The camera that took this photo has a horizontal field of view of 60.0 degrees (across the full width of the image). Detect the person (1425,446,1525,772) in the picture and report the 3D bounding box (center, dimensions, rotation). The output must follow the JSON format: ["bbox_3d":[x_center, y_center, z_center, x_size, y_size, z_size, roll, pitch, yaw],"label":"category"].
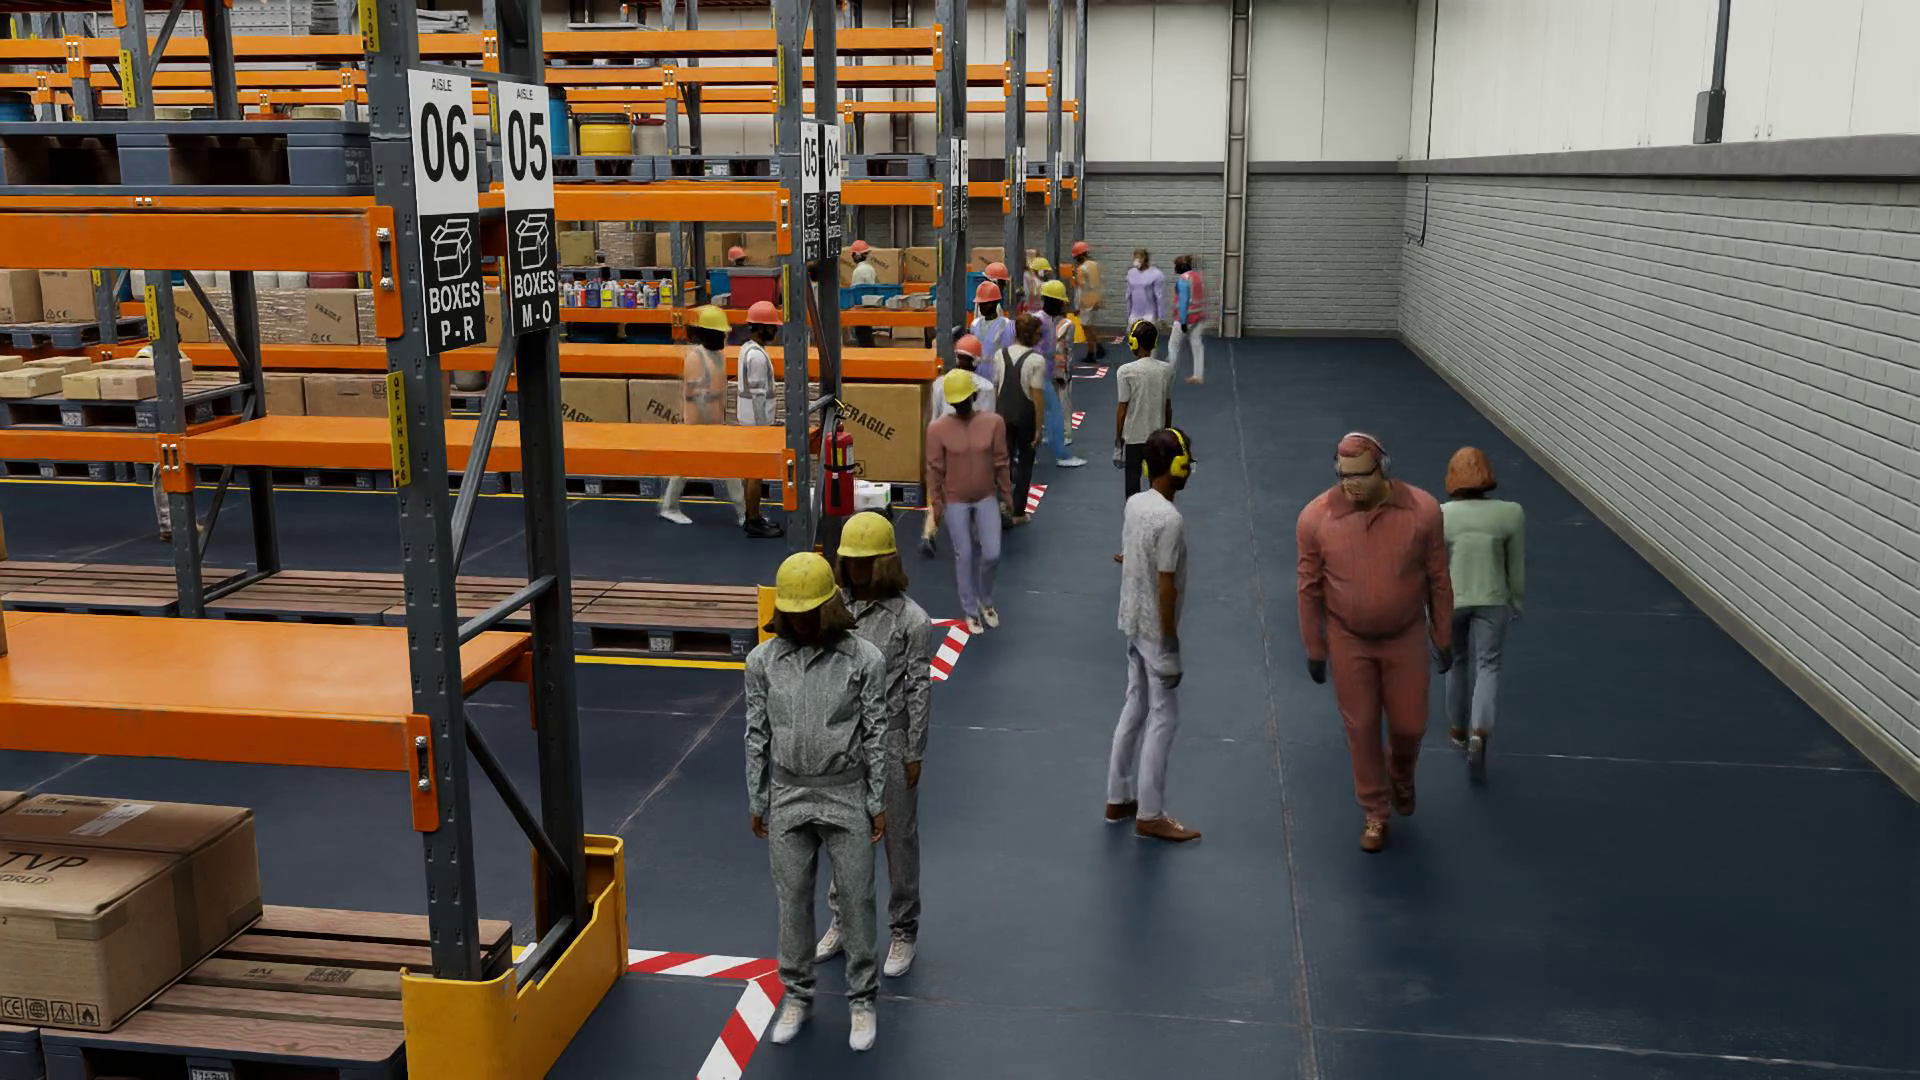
[{"bbox_3d":[2.573,0.330,8.369,0.506,1.600,0.763,4,13,16],"label":"person"}]

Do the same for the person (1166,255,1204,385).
[{"bbox_3d":[3.094,-3.097,23.374,0.821,1.811,0.649,9,16,36],"label":"person"}]

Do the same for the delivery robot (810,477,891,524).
[{"bbox_3d":[-0.922,-0.341,13.580,0.707,0.478,0.477,0,13,-2],"label":"delivery robot"}]

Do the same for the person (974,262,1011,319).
[{"bbox_3d":[0.352,-2.058,18.304,0.410,1.981,0.629,-3,13,-12],"label":"person"}]

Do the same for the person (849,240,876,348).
[{"bbox_3d":[-1.405,-3.293,23.842,0.396,1.992,0.622,4,13,16],"label":"person"}]

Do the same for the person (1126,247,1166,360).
[{"bbox_3d":[2.614,-3.141,23.324,0.706,1.918,0.502,12,17,42],"label":"person"}]

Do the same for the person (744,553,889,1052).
[{"bbox_3d":[-0.486,0.881,5.607,0.490,1.731,0.321,1,13,5],"label":"person"}]

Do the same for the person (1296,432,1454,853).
[{"bbox_3d":[1.818,0.431,7.333,0.703,1.866,0.557,3,13,12],"label":"person"}]

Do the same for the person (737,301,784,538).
[{"bbox_3d":[-1.612,-0.974,13.530,0.389,1.929,0.544,-3,13,-14],"label":"person"}]

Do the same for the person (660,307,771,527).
[{"bbox_3d":[-2.122,-1.015,13.863,0.999,1.861,0.591,6,14,24],"label":"person"}]

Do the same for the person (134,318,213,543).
[{"bbox_3d":[-6.341,-0.906,13.416,0.429,1.845,0.621,0,12,2],"label":"person"}]

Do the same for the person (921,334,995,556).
[{"bbox_3d":[0.010,-0.739,12.944,0.581,1.722,0.814,7,14,29],"label":"person"}]

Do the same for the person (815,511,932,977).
[{"bbox_3d":[-0.340,0.750,6.159,0.487,1.746,0.289,5,14,23],"label":"person"}]

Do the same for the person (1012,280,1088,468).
[{"bbox_3d":[0.905,-1.656,16.699,0.894,1.873,0.620,0,12,1],"label":"person"}]

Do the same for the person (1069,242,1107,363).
[{"bbox_3d":[1.934,-3.676,25.815,0.476,1.890,0.597,8,15,31],"label":"person"}]

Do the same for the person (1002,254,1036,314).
[{"bbox_3d":[0.741,-2.784,21.439,0.671,2.000,0.687,5,14,23],"label":"person"}]

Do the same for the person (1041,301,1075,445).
[{"bbox_3d":[1.055,-1.847,18.148,0.312,1.632,0.526,-11,17,-41],"label":"person"}]

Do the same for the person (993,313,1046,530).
[{"bbox_3d":[0.454,-0.965,13.745,0.539,1.815,0.666,6,14,23],"label":"person"}]

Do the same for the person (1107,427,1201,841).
[{"bbox_3d":[0.875,0.423,7.404,0.334,1.857,0.534,-3,13,-15],"label":"person"}]

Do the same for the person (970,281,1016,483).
[{"bbox_3d":[0.281,-1.505,15.930,0.545,1.929,0.387,12,17,42],"label":"person"}]

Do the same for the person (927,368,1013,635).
[{"bbox_3d":[0.074,-0.241,10.639,0.563,1.732,0.378,-3,13,-11],"label":"person"}]

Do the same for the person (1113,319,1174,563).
[{"bbox_3d":[1.393,-0.733,12.614,0.503,1.858,0.336,-6,14,-27],"label":"person"}]
